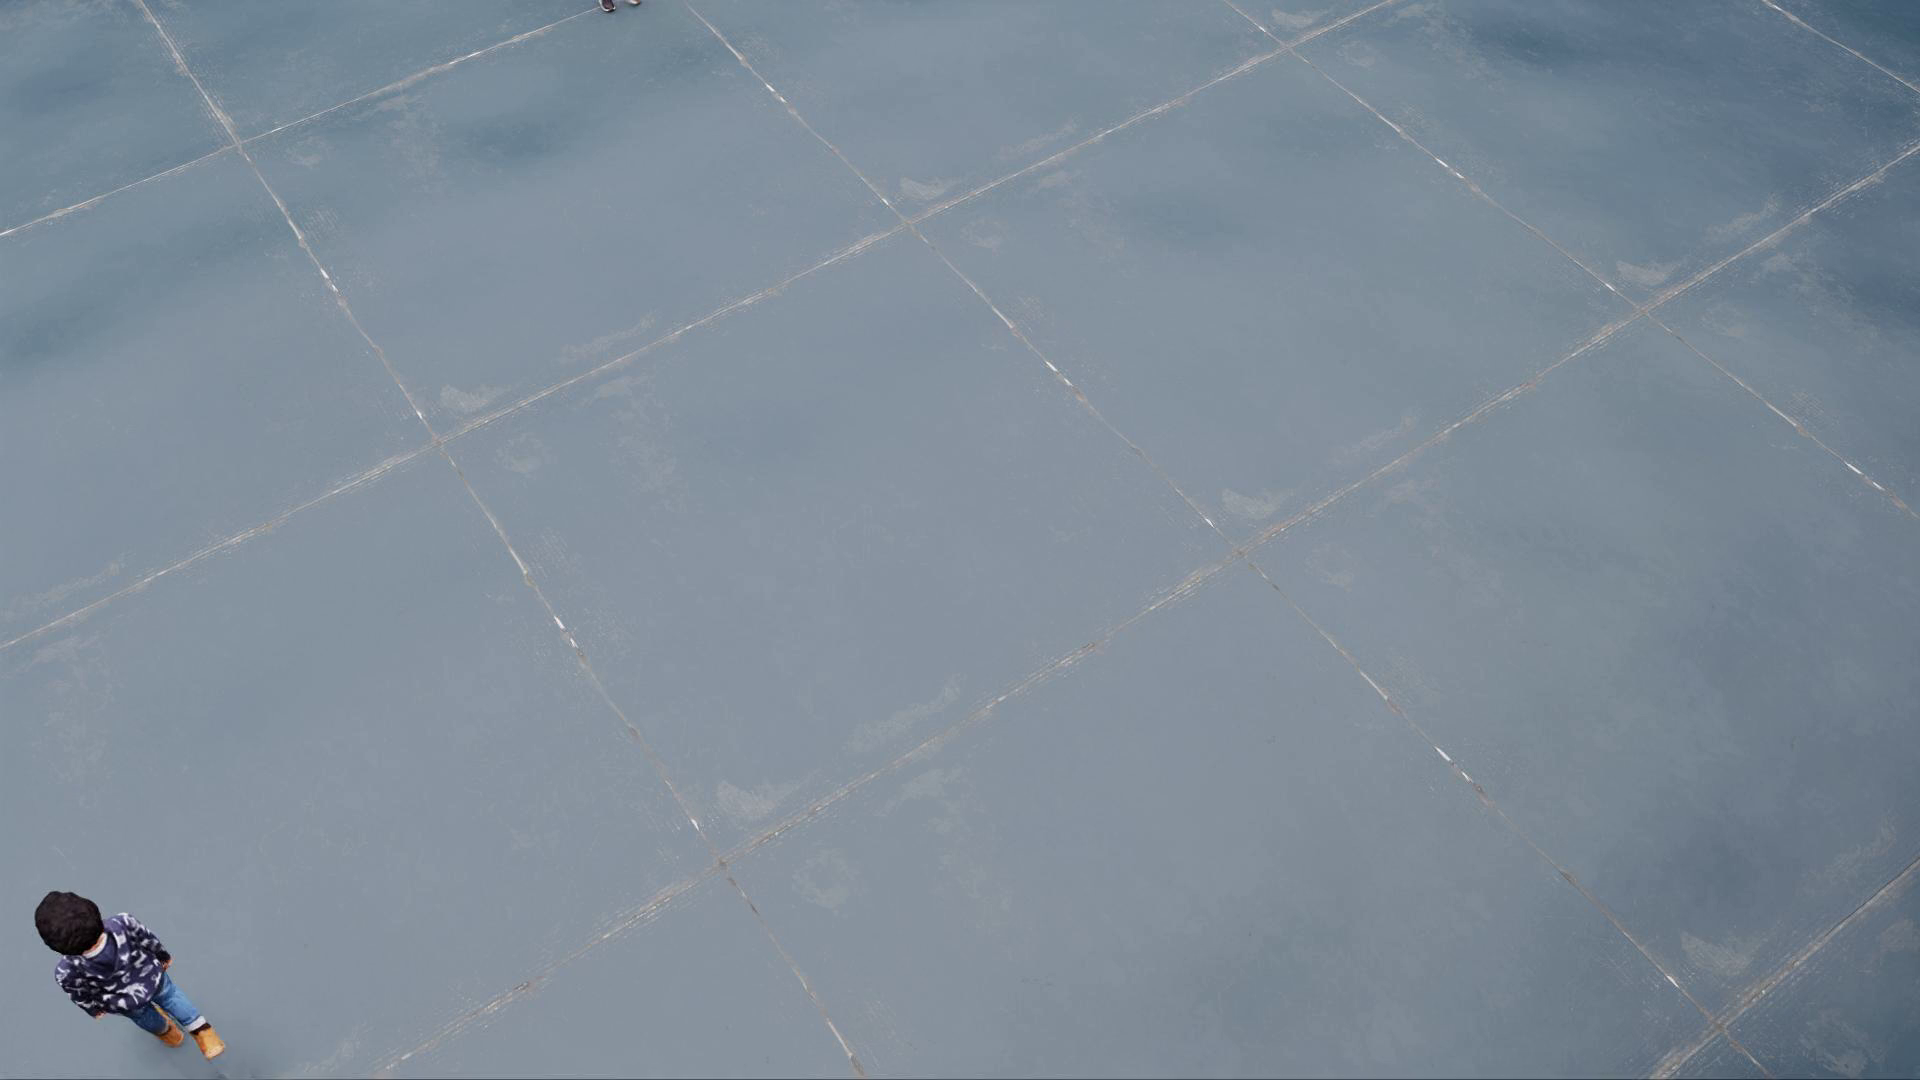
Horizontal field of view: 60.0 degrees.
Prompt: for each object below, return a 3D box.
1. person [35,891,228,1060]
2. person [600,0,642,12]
[{"bbox_3d":[-3.147,1.692,6.318,0.777,1.240,0.616,31,58,22],"label":"person"},{"bbox_3d":[-2.295,-3.979,10.792,0.456,1.110,0.482,-23,56,-17],"label":"person"}]
